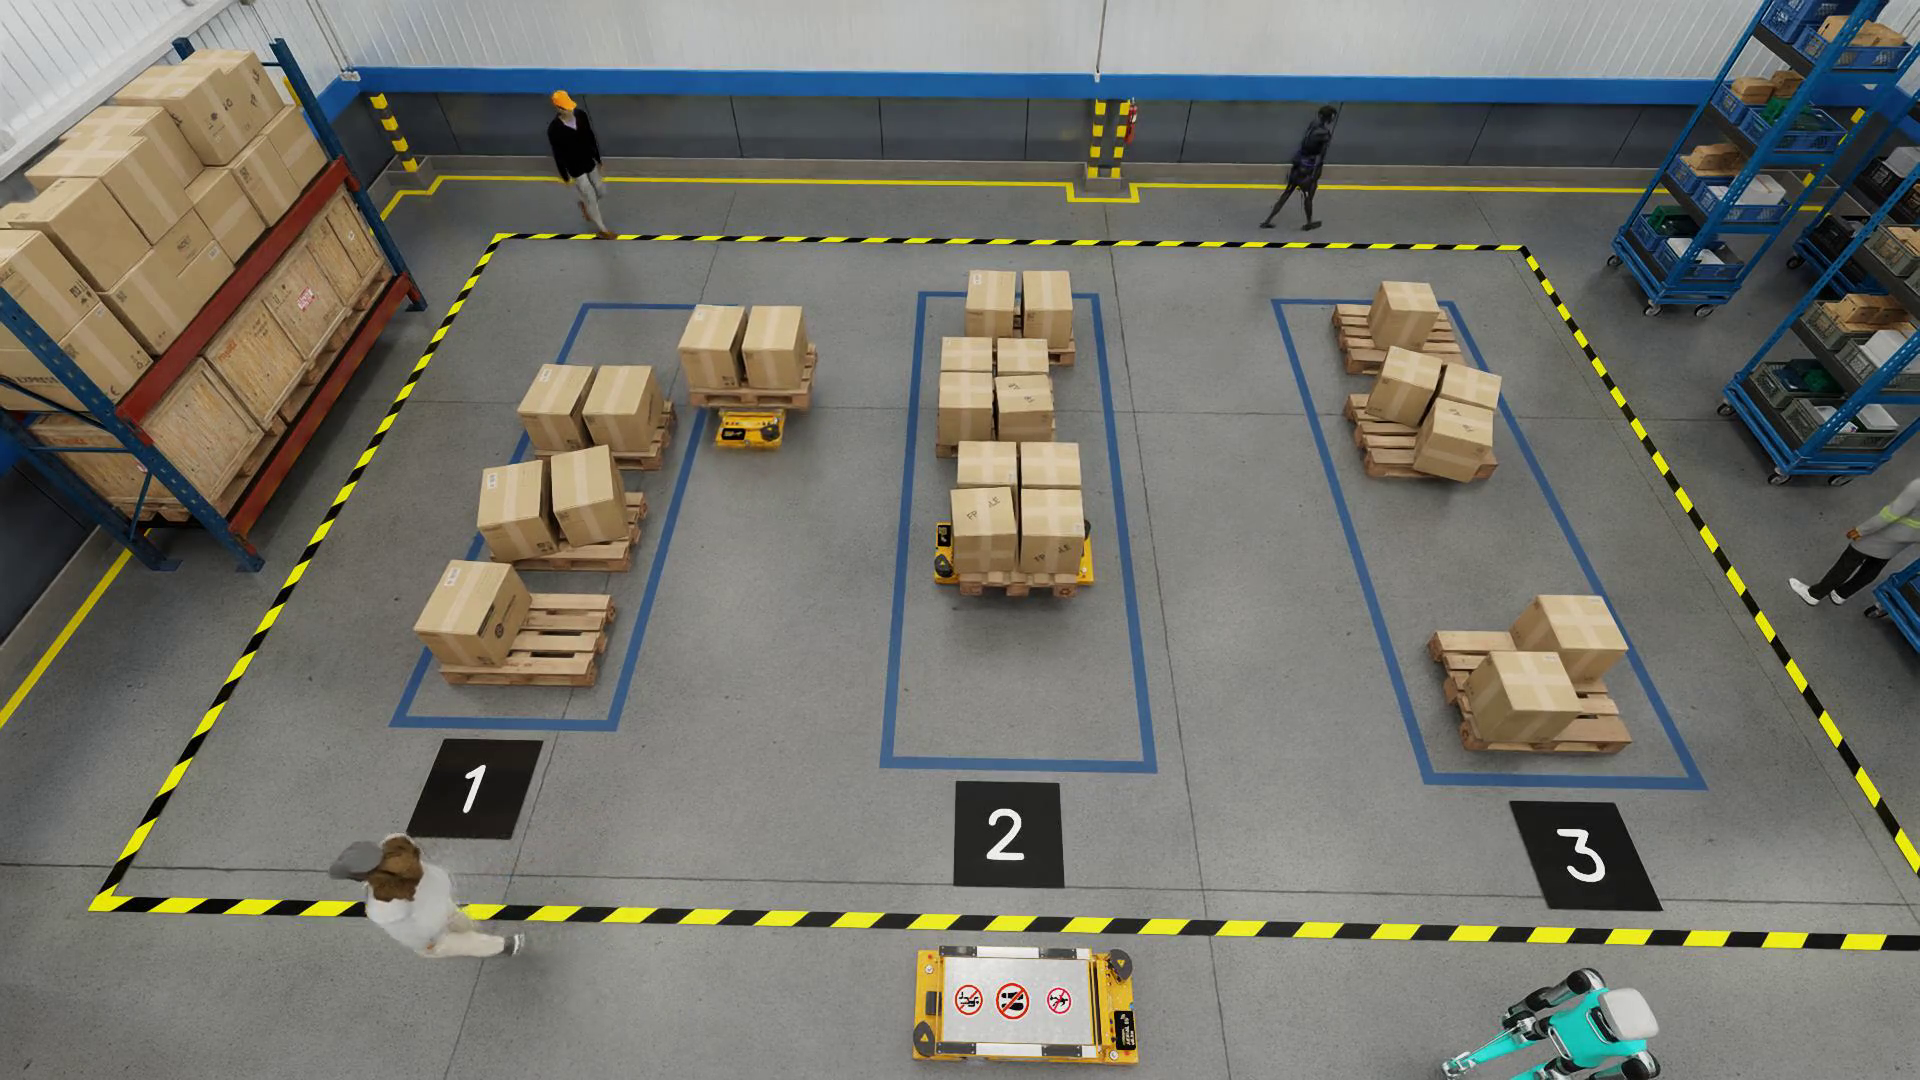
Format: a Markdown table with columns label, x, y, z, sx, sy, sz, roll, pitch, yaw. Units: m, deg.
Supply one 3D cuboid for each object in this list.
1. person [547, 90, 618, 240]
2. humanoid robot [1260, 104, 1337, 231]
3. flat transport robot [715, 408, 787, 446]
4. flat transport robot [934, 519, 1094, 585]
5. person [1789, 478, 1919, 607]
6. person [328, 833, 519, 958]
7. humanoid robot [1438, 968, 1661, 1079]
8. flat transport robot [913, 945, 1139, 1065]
| label | x | y | z | sx | sy | sz | roll | pitch | yaw |
| --- | --- | --- | --- | --- | --- | --- | --- | --- | --- |
| person | -4.668 | -4.583 | 11.186 | 0.614 | 1.872 | 0.606 | 23 | 54 | 18 |
| humanoid robot | 4.279 | -4.589 | 11.355 | 0.792 | 1.634 | 0.604 | -7 | 51 | -6 |
| flat transport robot | -2.149 | -1.568 | 9.746 | 0.652 | 0.197 | 1.431 | 1 | 51 | 1 |
| flat transport robot | 0.490 | 0.087 | 8.397 | 1.431 | 0.197 | 0.652 | 1 | 51 | 1 |
| person | 7.695 | -0.110 | 7.554 | 0.596 | 1.849 | 0.386 | 1 | 51 | 0 |
| person | -3.284 | 2.258 | 5.686 | 0.550 | 1.754 | 0.568 | -8 | 51 | -7 |
| humanoid robot | 3.101 | 2.890 | 5.096 | 0.735 | 1.676 | 0.533 | -11 | 52 | -9 |
| flat transport robot | 0.422 | 3.041 | 6.007 | 1.431 | 0.231 | 0.659 | 1 | 51 | 1 |
